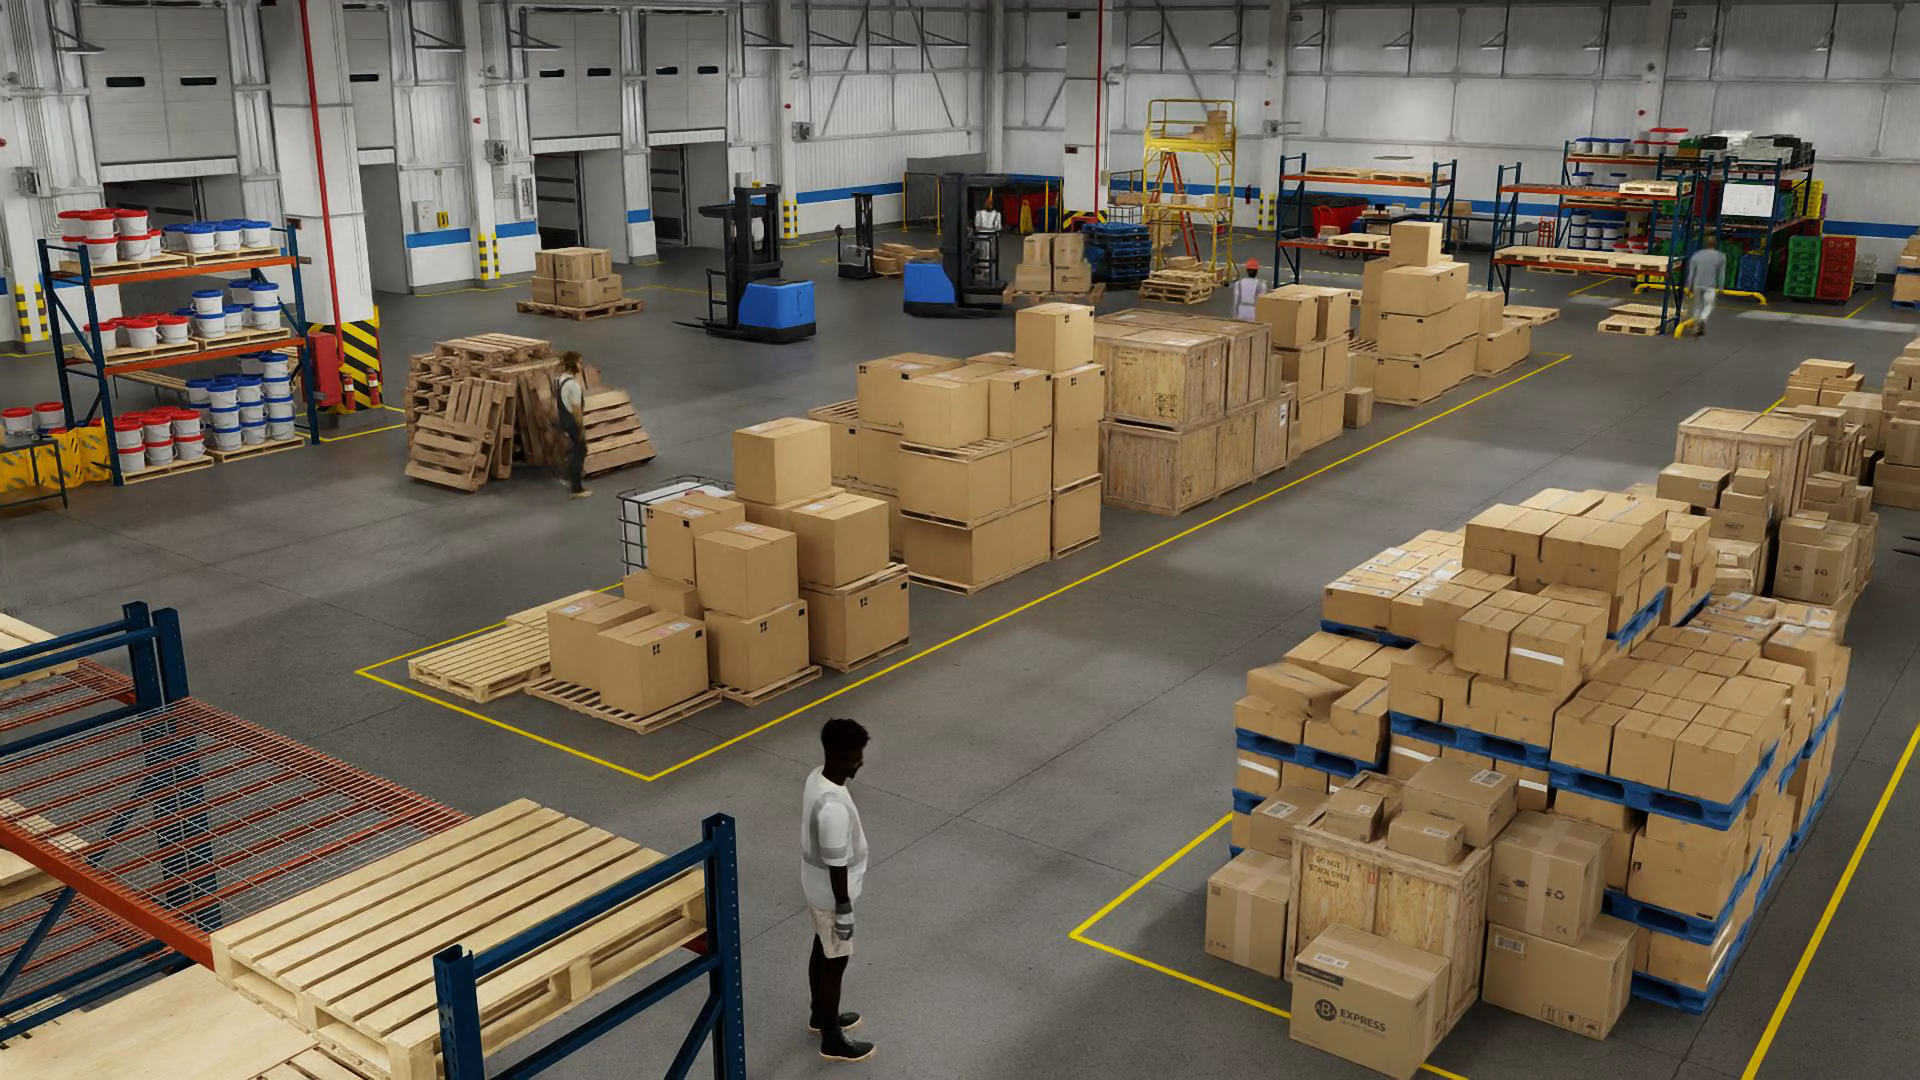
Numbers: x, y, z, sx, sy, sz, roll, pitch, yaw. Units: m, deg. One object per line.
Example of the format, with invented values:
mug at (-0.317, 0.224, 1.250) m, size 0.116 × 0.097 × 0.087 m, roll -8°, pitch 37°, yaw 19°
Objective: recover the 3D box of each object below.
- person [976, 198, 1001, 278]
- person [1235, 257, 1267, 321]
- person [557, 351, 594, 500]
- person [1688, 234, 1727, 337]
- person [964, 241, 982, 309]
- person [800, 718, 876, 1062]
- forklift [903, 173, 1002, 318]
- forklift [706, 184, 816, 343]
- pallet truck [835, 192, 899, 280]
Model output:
person at (0.676, -7.130, 39.196) m, size 0.581 × 1.835 × 1.033 m, roll 4°, pitch 17°, yaw 12°
person at (4.838, -3.761, 27.864) m, size 0.547 × 1.921 × 0.623 m, roll 9°, pitch 19°, yaw 27°
person at (-4.648, -1.389, 20.151) m, size 0.406 × 1.830 × 0.529 m, roll -11°, pitch 20°, yaw -32°
person at (13.914, -4.728, 31.071) m, size 0.650 × 1.917 × 0.603 m, roll 12°, pitch 20°, yaw 34°
person at (0.183, -5.653, 34.628) m, size 0.523 × 1.622 × 0.544 m, roll -6°, pitch 18°, yaw -19°
person at (-0.669, 1.889, 9.090) m, size 0.395 × 1.956 × 0.609 m, roll -4°, pitch 17°, yaw -13°
forklift at (-0.155, -5.958, 33.503) m, size 1.873 × 2.768 × 1.129 m, roll 3°, pitch 17°, yaw 9°
forklift at (-3.717, -5.181, 30.929) m, size 1.873 × 2.768 × 1.129 m, roll 12°, pitch 21°, yaw 35°
pallet truck at (-1.936, -7.159, 38.982) m, size 1.885 × 1.965 × 0.823 m, roll -12°, pitch 21°, yaw -34°
